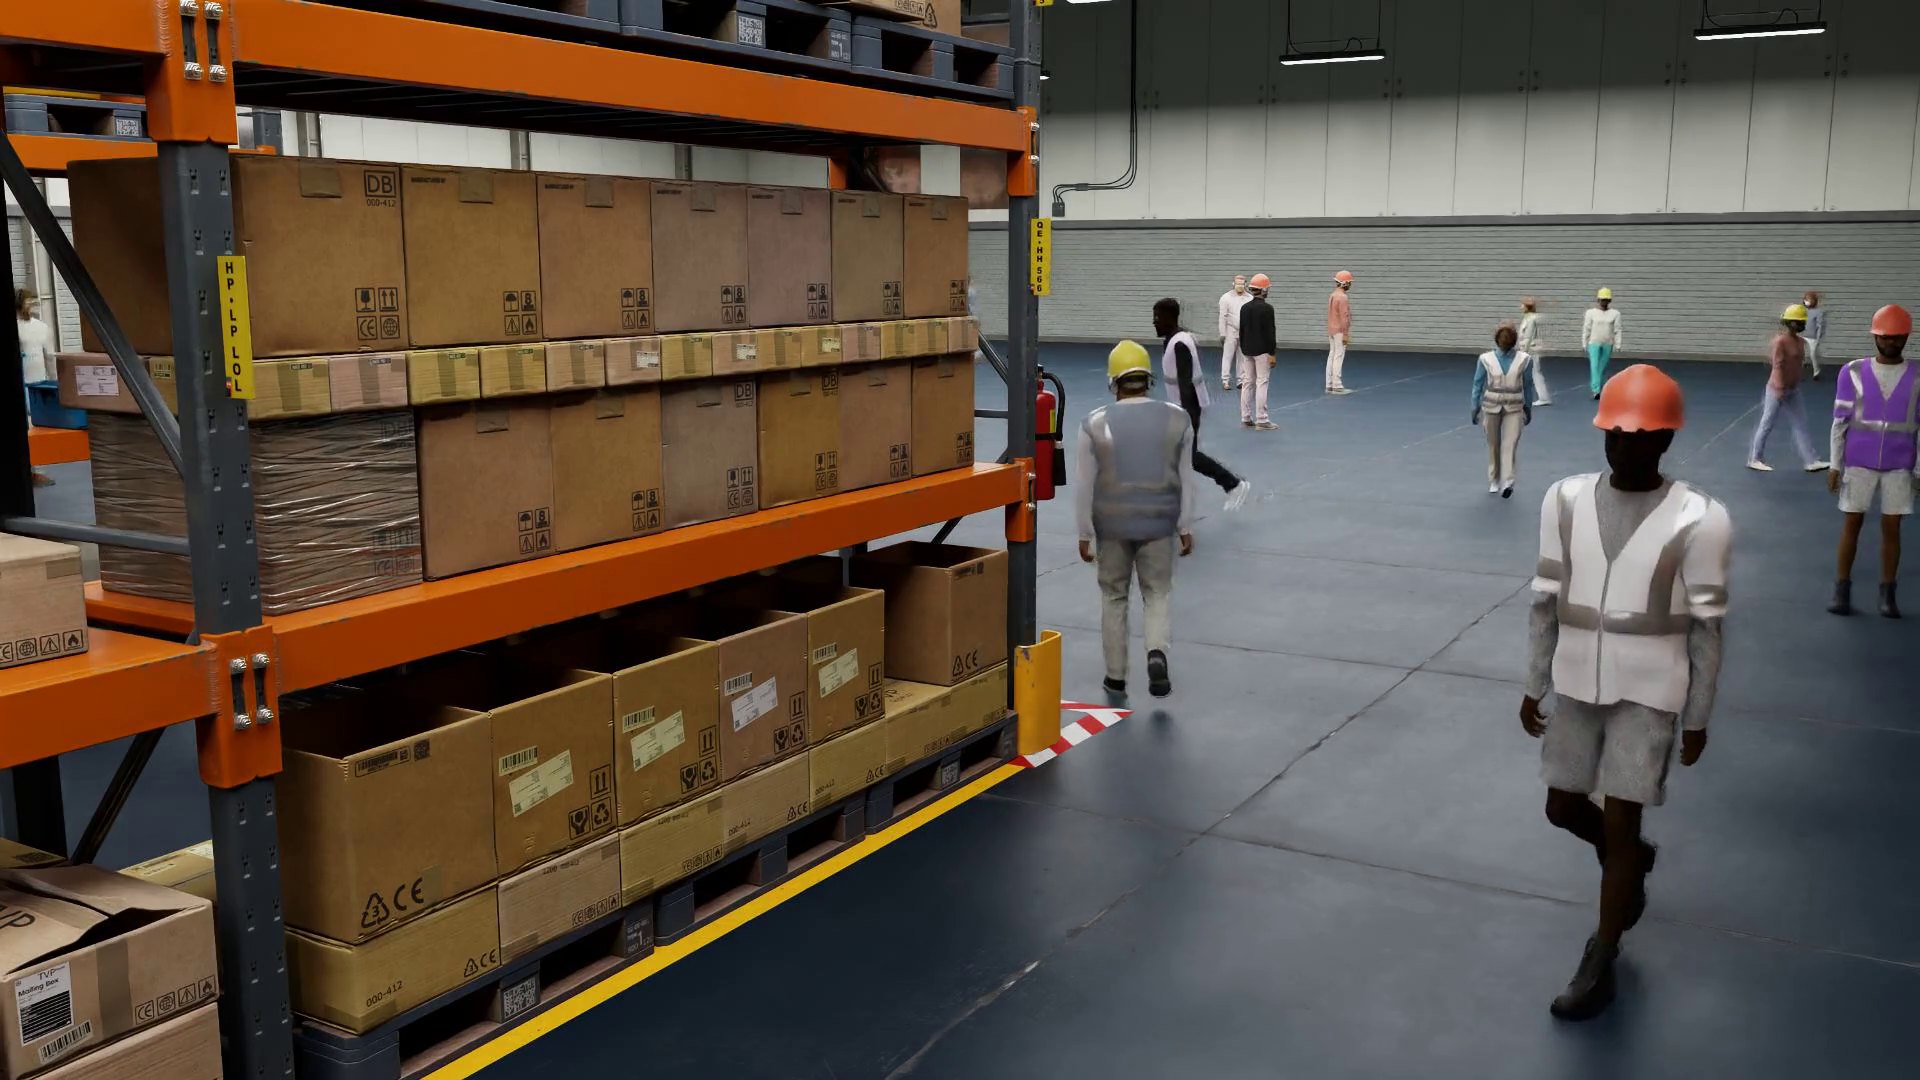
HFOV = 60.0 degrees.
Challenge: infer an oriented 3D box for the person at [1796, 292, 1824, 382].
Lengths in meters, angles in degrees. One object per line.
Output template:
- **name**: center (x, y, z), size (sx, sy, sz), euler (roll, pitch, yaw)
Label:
- **person**: center (14.989, -3.569, 29.347), size (0.839, 1.593, 0.511), euler (-7, 12, -37)

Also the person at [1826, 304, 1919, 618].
- **person**: center (5.678, -0.484, 10.278), size (0.552, 1.934, 0.372), euler (5, 11, 26)

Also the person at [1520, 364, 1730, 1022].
- **person**: center (2.003, 0.425, 5.001), size (0.555, 1.922, 0.722), euler (9, 13, 43)

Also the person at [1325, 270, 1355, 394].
- **person**: center (6.166, -3.364, 26.971), size (0.396, 1.992, 0.623), euler (-1, 10, -7)

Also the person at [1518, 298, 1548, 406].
- **person**: center (8.396, -2.793, 24.790), size (0.856, 1.593, 0.548), euler (2, 10, 9)

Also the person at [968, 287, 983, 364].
- **person**: center (0.099, -4.525, 34.097), size (1.043, 1.897, 0.628), euler (-6, 11, -32)

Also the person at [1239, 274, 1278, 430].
- **person**: center (3.842, -2.414, 21.403), size (0.375, 1.997, 0.611), euler (-6, 12, -33)

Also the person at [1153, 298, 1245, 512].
- **person**: center (1.990, -1.110, 14.095), size (0.744, 1.886, 0.610), euler (0, 10, 0)

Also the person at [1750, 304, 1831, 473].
- **person**: center (8.552, -1.533, 17.034), size (0.538, 1.727, 0.846), euler (-6, 11, -30)

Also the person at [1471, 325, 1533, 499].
- **person**: center (5.014, -1.190, 15.404), size (0.544, 1.586, 0.868), euler (3, 10, 18)

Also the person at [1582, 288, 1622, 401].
- **person**: center (9.869, -2.987, 25.531), size (0.547, 1.717, 0.877), euler (2, 10, 10)

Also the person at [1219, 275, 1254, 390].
- **person**: center (4.640, -3.454, 27.763), size (0.645, 1.905, 0.400), euler (-3, 10, -18)

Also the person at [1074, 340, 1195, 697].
- **person**: center (0.866, -0.081, 8.274), size (0.607, 1.811, 0.519), euler (0, 10, -2)

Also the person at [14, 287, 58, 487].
- **person**: center (-8.889, -1.469, 16.057), size (0.619, 1.925, 0.662), euler (2, 10, 12)
